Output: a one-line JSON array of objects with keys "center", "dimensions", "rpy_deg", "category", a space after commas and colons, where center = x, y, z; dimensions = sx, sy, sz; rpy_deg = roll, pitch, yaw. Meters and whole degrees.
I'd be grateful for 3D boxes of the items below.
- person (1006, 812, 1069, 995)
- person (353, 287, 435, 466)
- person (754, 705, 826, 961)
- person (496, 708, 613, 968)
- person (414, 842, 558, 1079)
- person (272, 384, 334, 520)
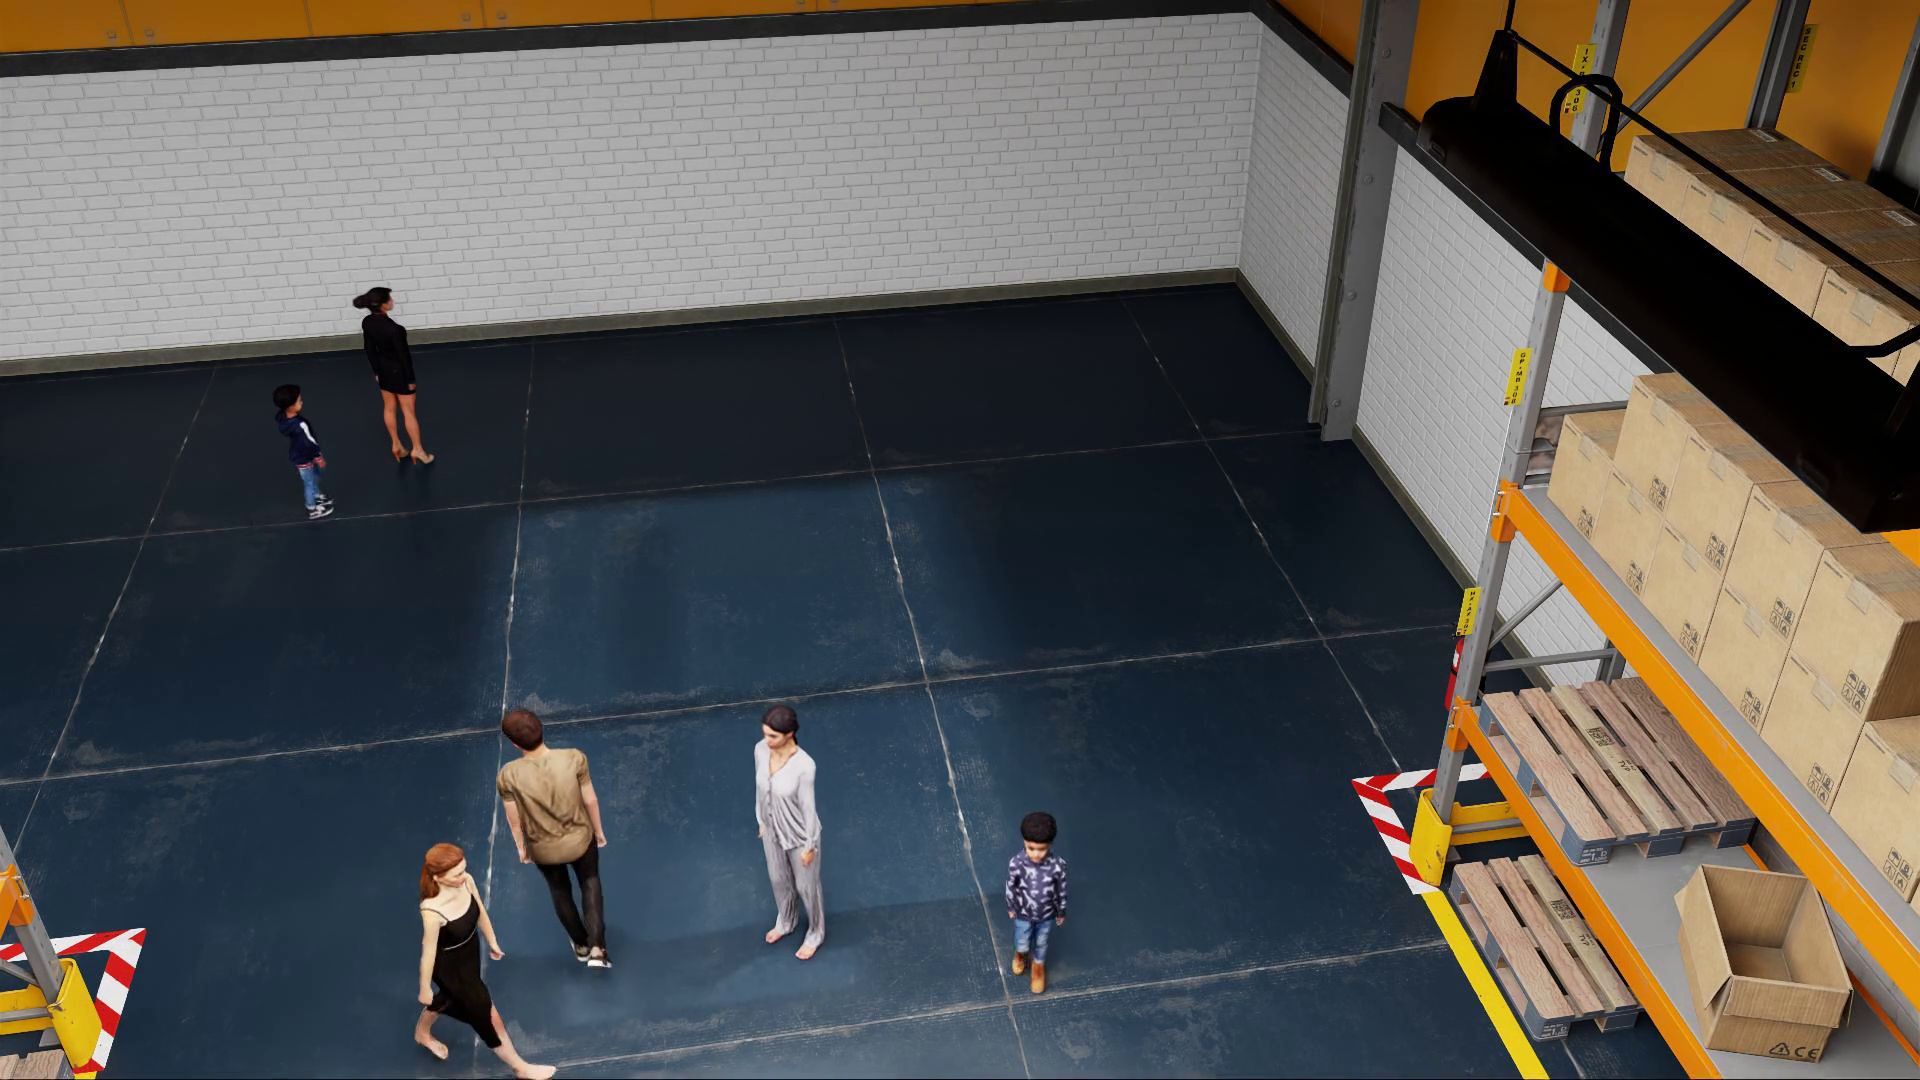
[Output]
[{"center": [0.434, 2.010, 9.408], "dimensions": [0.532, 1.243, 0.578], "rpy_deg": [0, 34, 1], "category": "person"}, {"center": [-4.807, -1.389, 14.164], "dimensions": [0.686, 1.639, 0.735], "rpy_deg": [16, 37, 22], "category": "person"}, {"center": [-0.963, 1.642, 9.483], "dimensions": [0.654, 1.772, 0.714], "rpy_deg": [21, 39, 29], "category": "person"}, {"center": [-2.233, 1.744, 9.278], "dimensions": [0.754, 1.829, 0.906], "rpy_deg": [-9, 35, -13], "category": "person"}, {"center": [-2.736, 2.220, 8.796], "dimensions": [0.981, 1.571, 1.123], "rpy_deg": [9, 35, 14], "category": "person"}, {"center": [-5.387, -0.703, 13.512], "dimensions": [0.677, 1.217, 0.585], "rpy_deg": [-23, 40, -31], "category": "person"}]
